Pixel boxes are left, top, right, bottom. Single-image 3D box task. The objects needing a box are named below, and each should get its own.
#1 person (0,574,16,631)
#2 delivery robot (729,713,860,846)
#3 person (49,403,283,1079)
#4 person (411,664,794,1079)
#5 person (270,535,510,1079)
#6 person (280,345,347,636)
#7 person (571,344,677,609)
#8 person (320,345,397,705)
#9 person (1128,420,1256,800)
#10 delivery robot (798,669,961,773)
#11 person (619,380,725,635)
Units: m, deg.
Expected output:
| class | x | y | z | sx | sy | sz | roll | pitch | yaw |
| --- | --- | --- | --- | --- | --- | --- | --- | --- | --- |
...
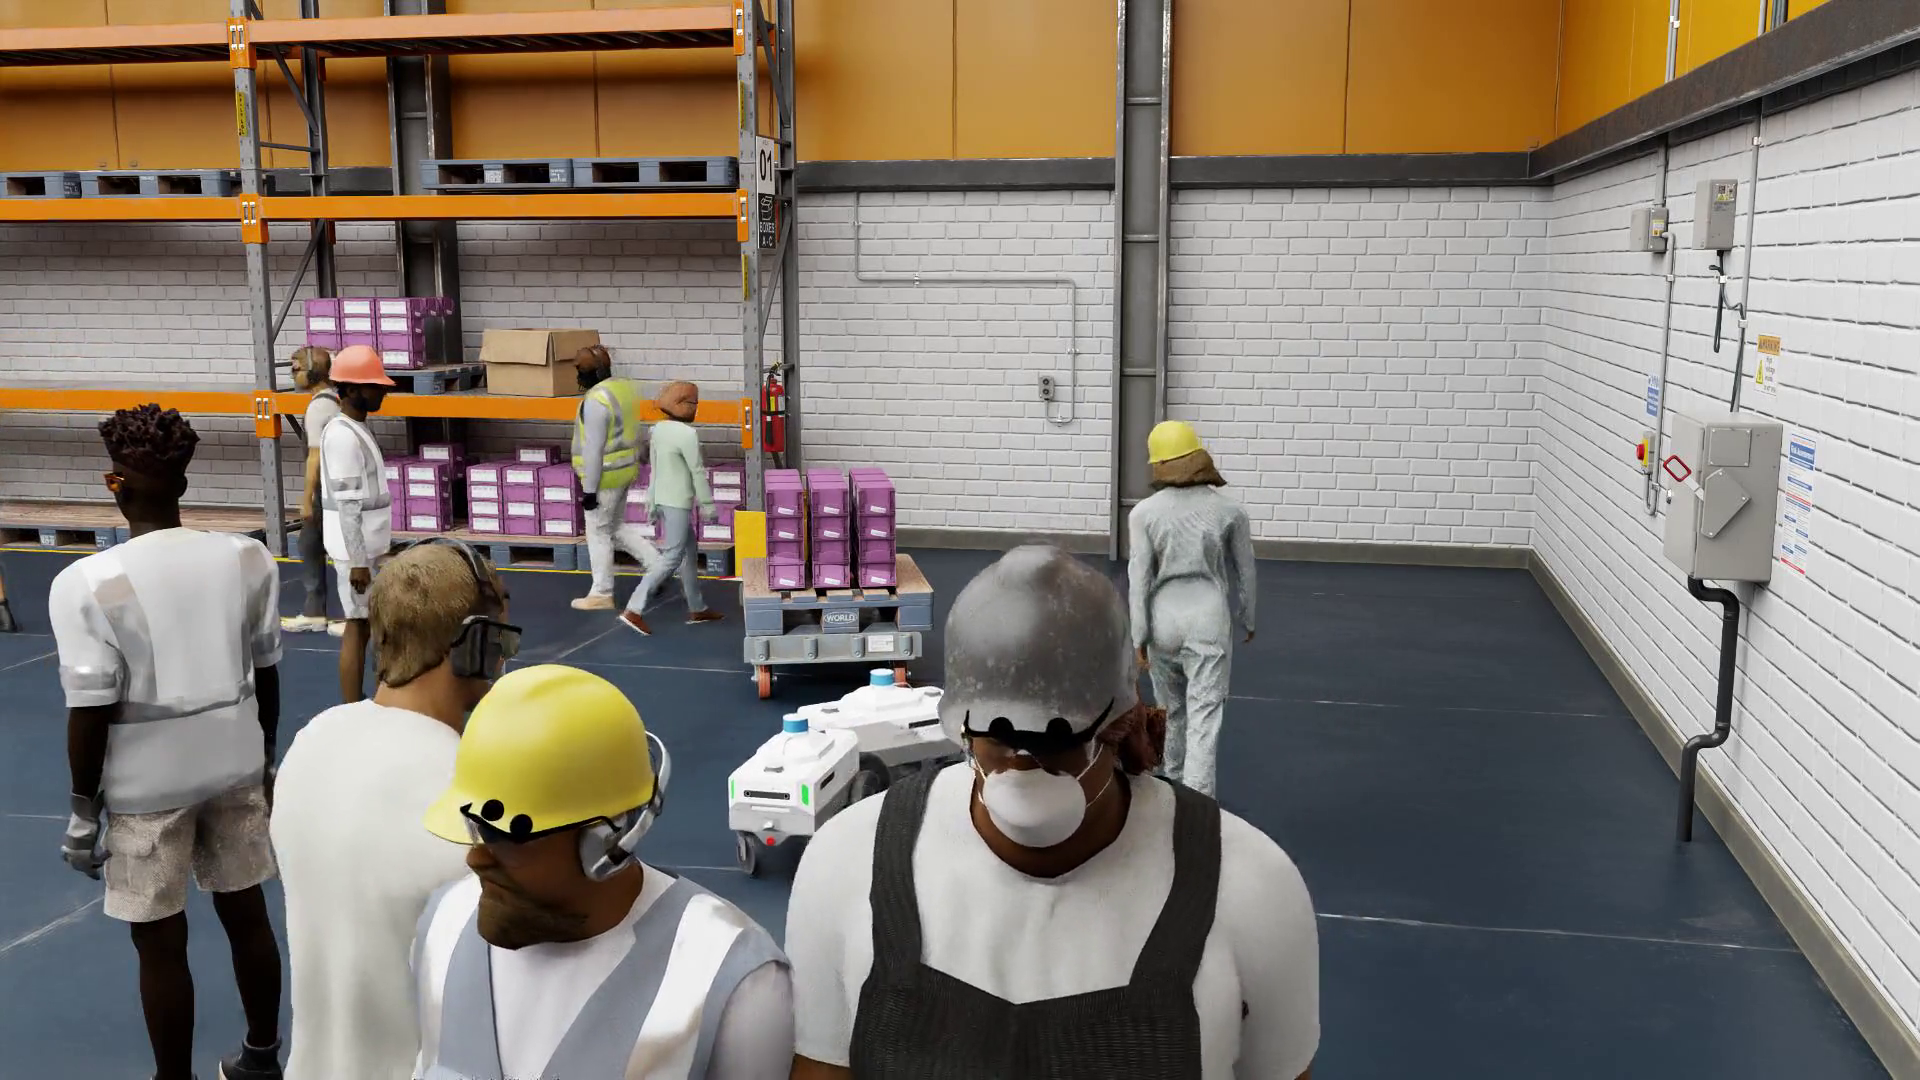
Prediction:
| class | x | y | z | sx | sy | sz | roll | pitch | yaw |
| --- | --- | --- | --- | --- | --- | --- | --- | --- | --- |
| person | -6.435 | -0.341 | 10.457 | 1.008 | 1.880 | 0.566 | 3 | 10 | 15 |
| delivery robot | -0.640 | 0.924 | 6.512 | 0.477 | 0.478 | 0.707 | 2 | 10 | 13 |
| person | -2.064 | 0.622 | 4.386 | 0.368 | 1.966 | 0.603 | 6 | 11 | 33 |
| person | -0.493 | 1.050 | 2.213 | 0.598 | 1.828 | 0.403 | 4 | 10 | 23 |
| person | -0.786 | 0.931 | 2.751 | 0.631 | 1.890 | 0.922 | 7 | 12 | 36 |
| person | -4.006 | -0.287 | 10.291 | 0.739 | 1.818 | 0.554 | -2 | 10 | -9 |
| person | -2.292 | -0.402 | 11.064 | 0.629 | 1.804 | 0.649 | 1 | 9 | 6 |
| person | -2.868 | 0.032 | 8.028 | 0.371 | 1.933 | 0.553 | -3 | 10 | -16 |
| person | 0.934 | 0.361 | 6.765 | 0.506 | 1.678 | 0.856 | 2 | 10 | 11 |
| delivery robot | -0.335 | 0.805 | 7.240 | 0.707 | 0.478 | 0.477 | -6 | 11 | -32 |
| person | -1.836 | -0.210 | 10.493 | 0.767 | 1.596 | 0.493 | -6 | 11 | -33 |
